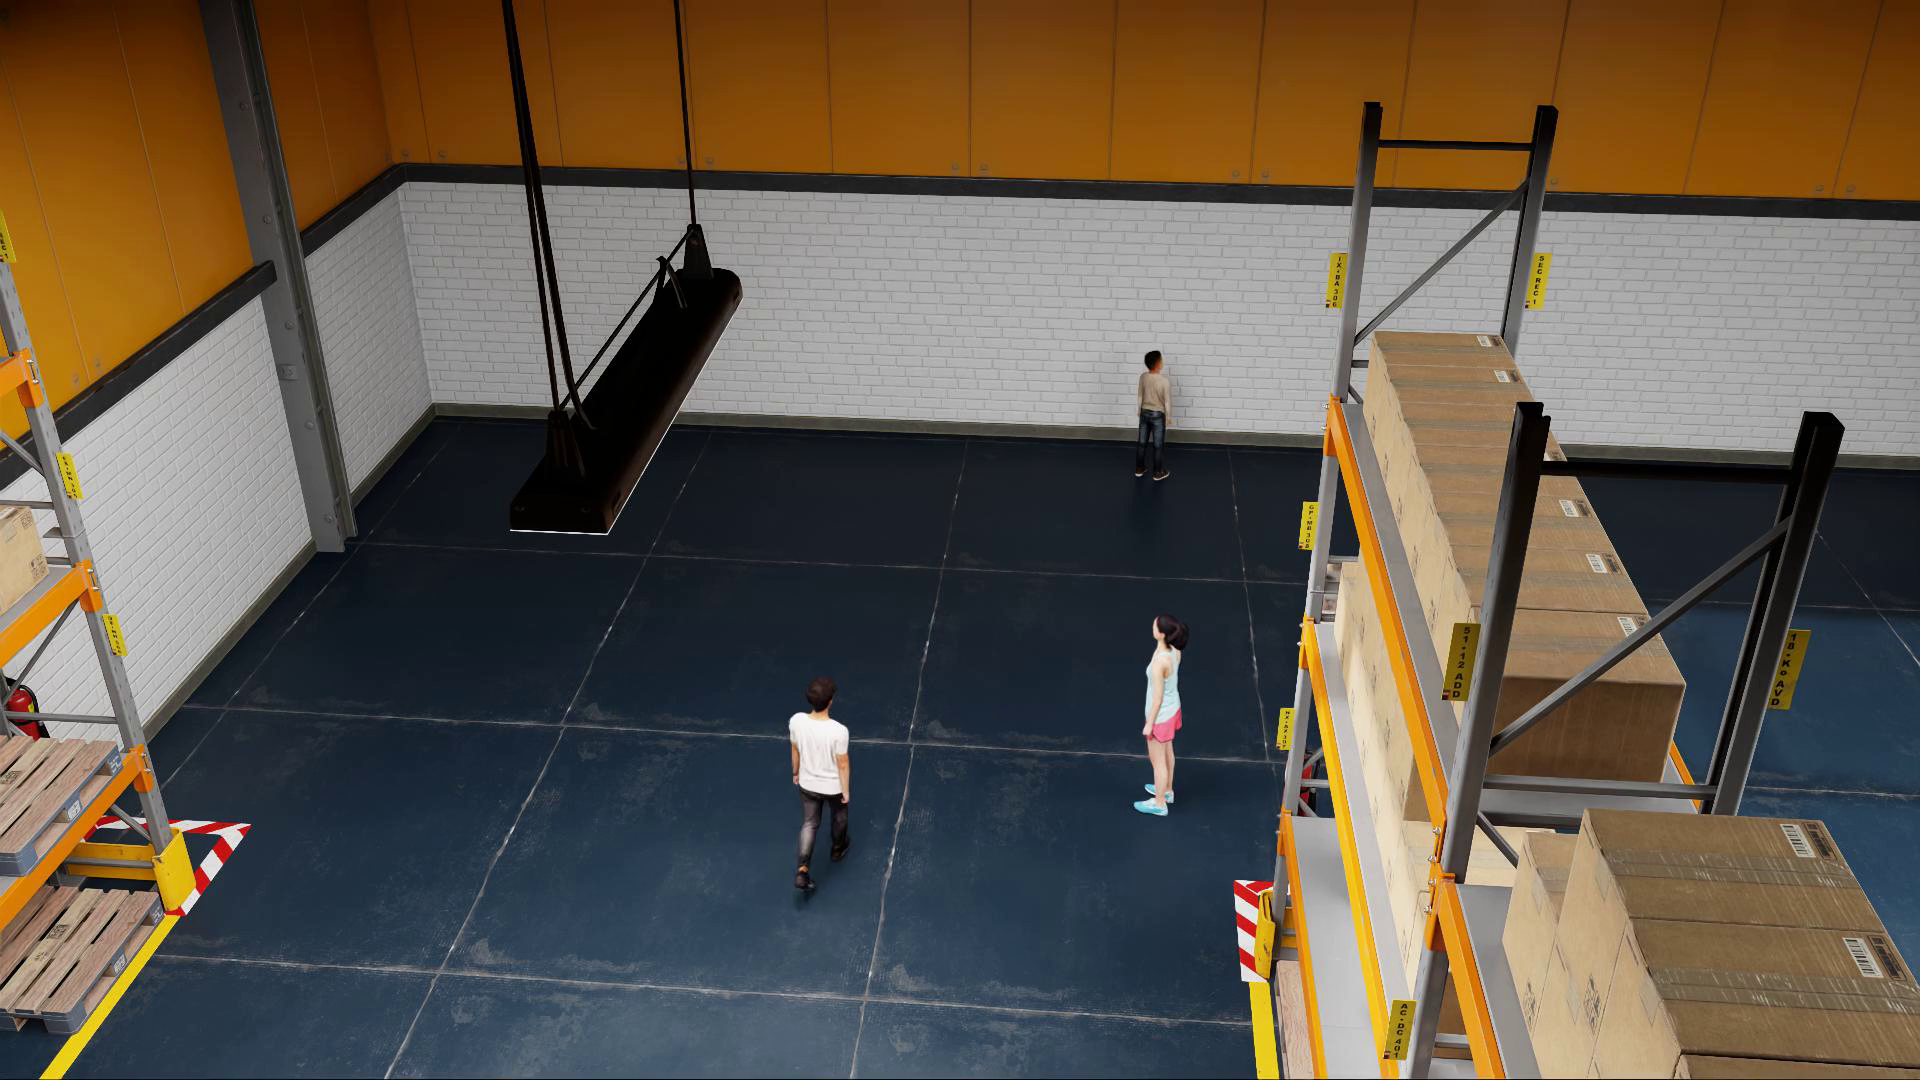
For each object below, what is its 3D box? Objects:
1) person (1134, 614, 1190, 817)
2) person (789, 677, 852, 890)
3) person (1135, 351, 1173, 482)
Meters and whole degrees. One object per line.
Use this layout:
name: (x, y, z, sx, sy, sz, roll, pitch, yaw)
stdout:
person: (1.552, 1.339, 12.851, 0.731, 1.764, 0.605, 14, 31, 23)
person: (-1.043, 1.786, 12.107, 0.790, 1.693, 1.105, 9, 30, 15)
person: (2.095, -1.360, 18.114, 0.624, 1.462, 0.635, 16, 33, 27)
